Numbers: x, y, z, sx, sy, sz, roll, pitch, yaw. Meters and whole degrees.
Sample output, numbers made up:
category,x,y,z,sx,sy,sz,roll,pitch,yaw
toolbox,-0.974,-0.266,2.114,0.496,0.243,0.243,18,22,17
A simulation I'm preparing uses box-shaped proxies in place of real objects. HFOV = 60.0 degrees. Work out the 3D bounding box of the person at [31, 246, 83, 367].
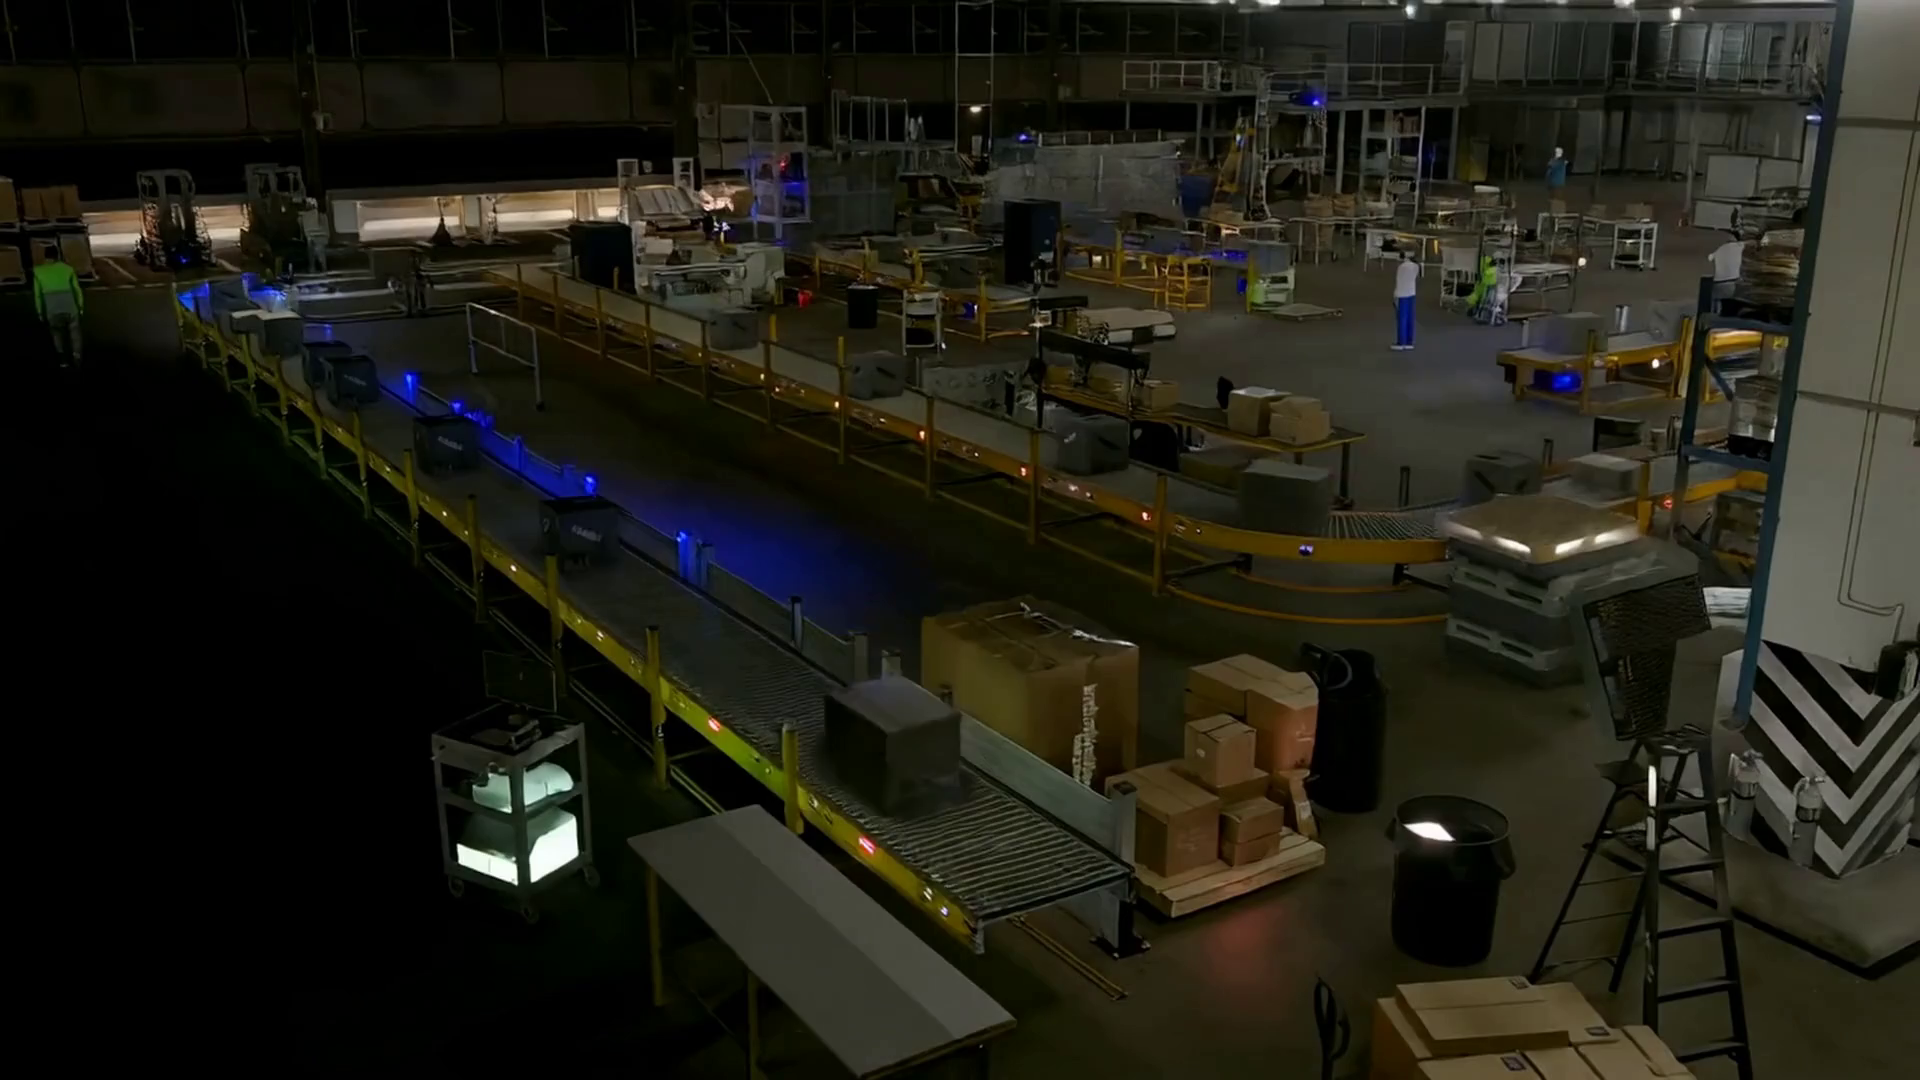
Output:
category,x,y,z,sx,sy,sz,roll,pitch,yaw
person,-14.087,-3.632,26.005,0.671,1.886,0.492,-7,18,-23

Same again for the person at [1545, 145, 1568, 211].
category,x,y,z,sx,sy,sz,roll,pitch,yaw
person,17.384,-10.495,48.564,0.615,2.040,0.391,-3,17,-11

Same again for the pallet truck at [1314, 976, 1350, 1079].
category,x,y,z,sx,sy,sz,roll,pitch,yaw
pallet truck,2.299,2.390,7.086,1.601,1.201,0.680,-2,17,-7

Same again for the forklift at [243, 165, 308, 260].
category,x,y,z,sx,sy,sz,roll,pitch,yaw
forklift,-15.898,-7.669,38.708,1.157,1.987,2.680,-11,20,-33

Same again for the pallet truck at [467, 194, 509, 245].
category,x,y,z,sx,sy,sz,roll,pitch,yaw
pallet truck,-11.983,-8.177,42.137,0.704,1.261,1.522,-11,20,-33

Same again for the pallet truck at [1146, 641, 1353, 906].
category,x,y,z,sx,sy,sz,roll,pitch,yaw
pallet truck,1.664,1.407,10.232,1.630,1.274,0.653,-10,20,-31

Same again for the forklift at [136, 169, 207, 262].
category,x,y,z,sx,sy,sz,roll,pitch,yaw
forklift,-17.842,-7.318,37.559,1.157,1.987,2.680,-10,20,-31

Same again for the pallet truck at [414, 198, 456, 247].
category,x,y,z,sx,sy,sz,roll,pitch,yaw
pallet truck,-13.250,-8.060,41.856,0.680,1.201,1.601,-10,20,-31

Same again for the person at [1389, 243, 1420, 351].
category,x,y,z,sx,sy,sz,roll,pitch,yaw
person,7.339,-4.015,27.478,0.534,1.766,0.317,-11,20,-32

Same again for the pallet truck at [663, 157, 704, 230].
category,x,y,z,sx,sy,sz,roll,pitch,yaw
pallet truck,-7.586,-9.308,44.692,0.823,1.965,1.885,-11,20,-33

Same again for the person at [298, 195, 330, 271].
category,x,y,z,sx,sy,sz,roll,pitch,yaw
person,-13.653,-6.381,35.247,0.587,1.826,0.404,0,17,1

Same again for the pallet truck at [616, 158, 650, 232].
category,x,y,z,sx,sy,sz,roll,pitch,yaw
pallet truck,-8.918,-9.176,44.255,0.823,1.965,1.885,-9,19,-27

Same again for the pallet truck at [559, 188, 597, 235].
category,x,y,z,sx,sy,sz,roll,pitch,yaw
pallet truck,-10.010,-8.652,43.699,0.653,1.274,1.630,-10,20,-31

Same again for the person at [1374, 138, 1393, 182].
category,x,y,z,sx,sy,sz,roll,pitch,yaw
person,15.367,-13.887,60.202,0.591,1.847,0.956,-9,19,-28
